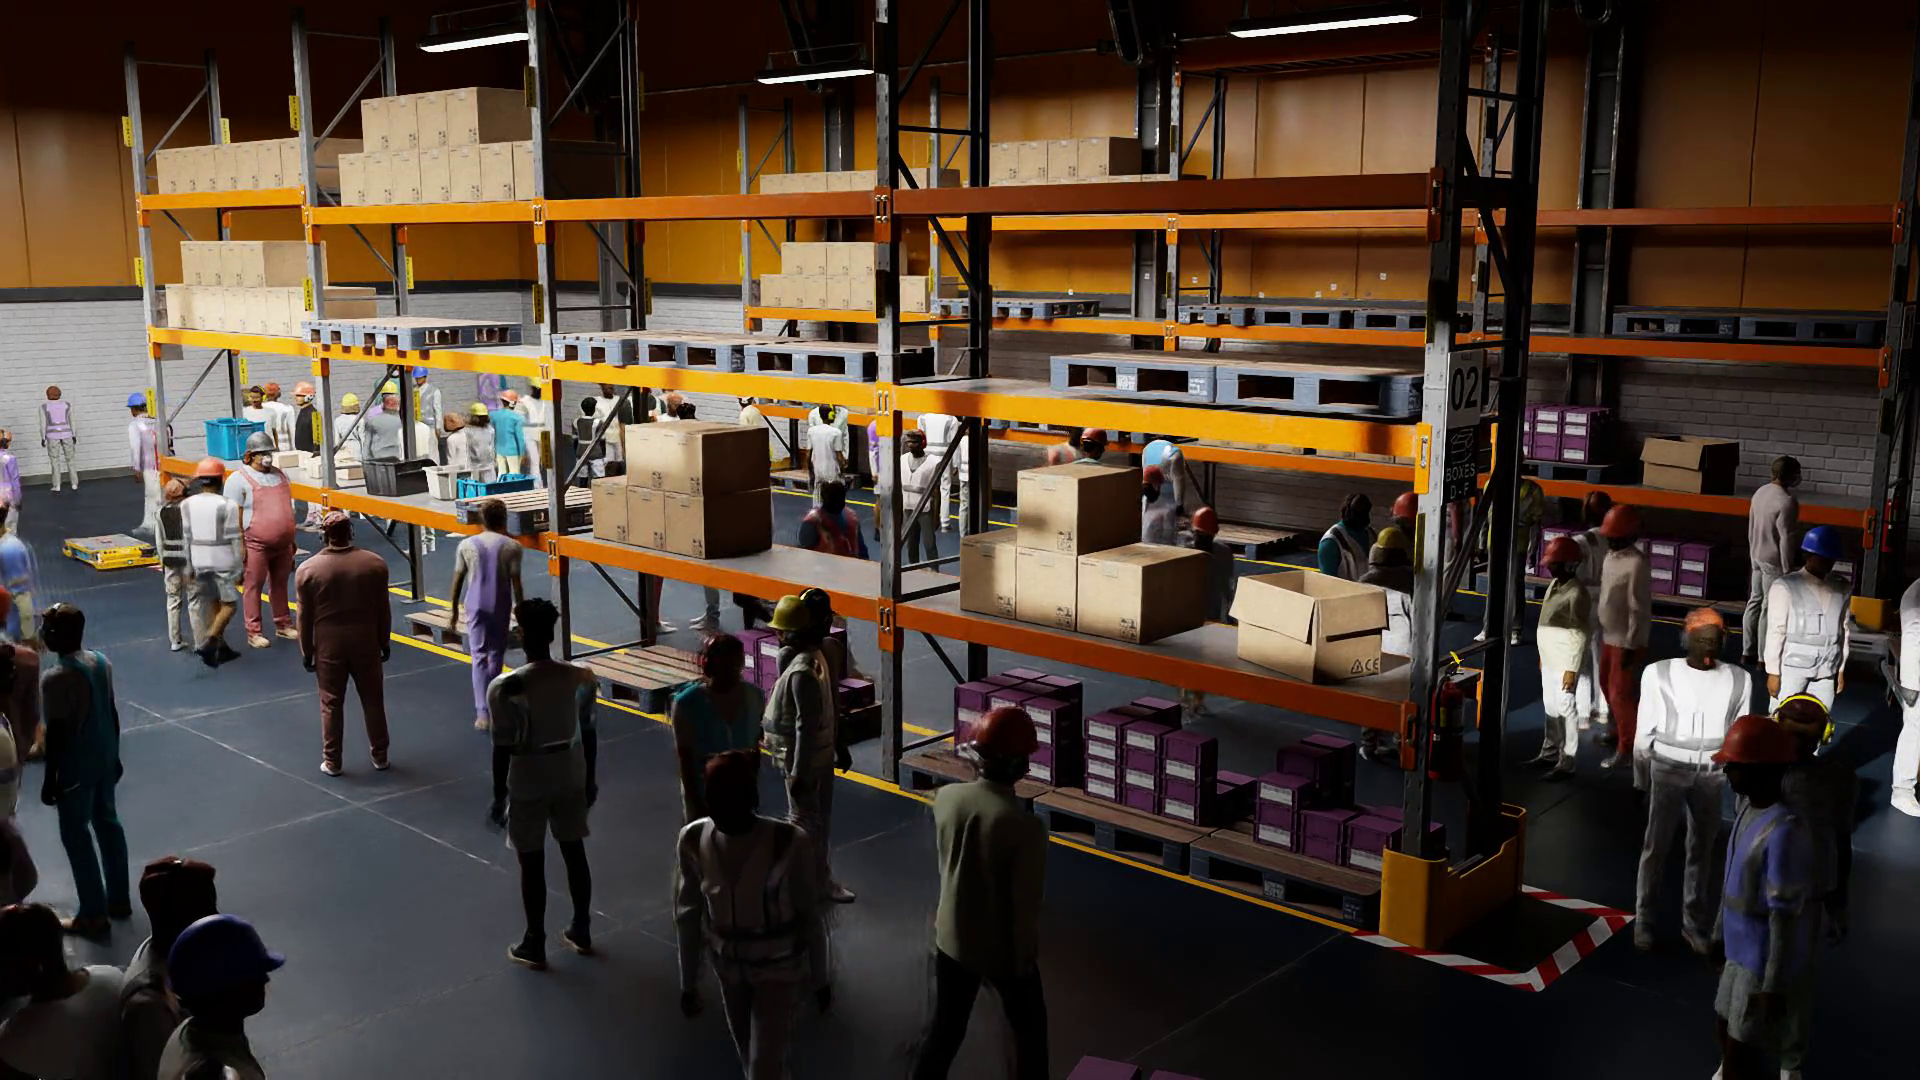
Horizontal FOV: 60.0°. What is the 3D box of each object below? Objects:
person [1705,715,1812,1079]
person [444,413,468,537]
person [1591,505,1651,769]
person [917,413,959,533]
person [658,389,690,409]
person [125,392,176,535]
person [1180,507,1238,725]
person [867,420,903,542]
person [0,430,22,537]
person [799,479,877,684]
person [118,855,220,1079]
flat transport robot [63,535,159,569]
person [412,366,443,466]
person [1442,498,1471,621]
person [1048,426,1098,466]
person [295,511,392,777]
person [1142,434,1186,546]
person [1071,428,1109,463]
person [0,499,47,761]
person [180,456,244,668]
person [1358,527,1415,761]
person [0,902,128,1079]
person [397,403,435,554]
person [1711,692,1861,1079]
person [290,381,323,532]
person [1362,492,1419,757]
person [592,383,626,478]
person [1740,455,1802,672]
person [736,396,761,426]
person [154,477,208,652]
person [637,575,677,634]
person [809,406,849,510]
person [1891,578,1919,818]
[{"bbox_3d":[3.163,1.652,6.686,0.422,1.927,0.600,2,10,10],"label":"person"},{"bbox_3d":[-6.547,-0.846,21.655,0.273,1.628,0.506,1,10,6],"label":"person"},{"bbox_3d":[4.786,0.688,12.091,0.493,1.946,0.761,0,10,3],"label":"person"},{"bbox_3d":[-0.295,-1.031,22.001,0.571,1.877,0.352,3,10,15],"label":"person"},{"bbox_3d":[-4.163,-1.404,23.921,0.635,1.938,0.362,-6,12,-31],"label":"person"},{"bbox_3d":[-10.397,-0.968,21.606,0.962,1.898,0.633,1,10,7],"label":"person"},{"bbox_3d":[1.943,0.593,13.233,0.564,1.728,0.576,-4,11,-20],"label":"person"},{"bbox_3d":[-0.916,-0.918,21.219,0.391,1.925,0.550,9,14,42],"label":"person"},{"bbox_3d":[-11.275,-0.485,19.600,0.523,1.631,0.313,4,11,19],"label":"person"},{"bbox_3d":[-1.043,0.365,14.339,0.963,1.792,0.621,8,13,39],"label":"person"},{"bbox_3d":[-2.486,1.913,5.346,0.361,1.877,0.585,-3,10,-16],"label":"person"},{"bbox_3d":[-10.211,0.127,19.972,0.652,0.197,1.431,-9,14,-43],"label":"flat transport robot"},{"bbox_3d":[-8.425,-1.793,26.128,0.605,1.939,0.416,2,10,12],"label":"person"},{"bbox_3d":[4.957,-0.095,16.846,0.403,1.823,0.596,-1,10,-5],"label":"person"},{"bbox_3d":[1.258,-0.449,18.472,0.608,1.953,0.449,-6,11,-29],"label":"person"},{"bbox_3d":[-4.409,0.739,11.935,0.643,1.901,0.397,-5,11,-26],"label":"person"},{"bbox_3d":[2.333,-0.448,18.804,0.429,1.838,0.622,-6,12,-33],"label":"person"},{"bbox_3d":[1.306,-0.122,16.422,0.405,2.032,0.611,-9,14,-42],"label":"person"},{"bbox_3d":[-6.947,0.650,12.137,0.438,1.996,0.688,-8,13,-38],"label":"person"},{"bbox_3d":[-6.688,0.219,14.856,0.551,1.912,0.681,1,10,7],"label":"person"},{"bbox_3d":[3.144,0.768,12.228,0.494,1.732,0.323,2,10,9],"label":"person"},{"bbox_3d":[-2.868,1.983,5.165,0.907,1.797,0.565,0,10,2],"label":"person"},{"bbox_3d":[-6.681,-0.777,20.431,0.372,1.917,0.596,2,10,10],"label":"person"},{"bbox_3d":[3.641,1.569,7.325,0.519,1.865,0.335,5,11,28],"label":"person"},{"bbox_3d":[-8.633,-1.105,22.060,0.374,1.997,0.613,-8,13,-39],"label":"person"},{"bbox_3d":[3.286,0.620,12.356,0.617,1.984,0.410,-5,11,-28],"label":"person"},{"bbox_3d":[-5.114,-1.475,24.327,0.609,1.937,0.447,-7,12,-36],"label":"person"},{"bbox_3d":[7.240,0.207,14.816,0.359,1.936,0.632,0,10,-1],"label":"person"},{"bbox_3d":[-3.092,-1.365,24.257,0.354,1.741,0.567,3,10,15],"label":"person"},{"bbox_3d":[-7.220,0.236,15.478,0.514,1.645,0.309,2,10,9],"label":"person"},{"bbox_3d":[-3.009,-0.025,16.218,0.405,1.909,0.597,-6,12,-31],"label":"person"},{"bbox_3d":[-1.784,-1.164,22.656,0.590,1.909,0.385,-6,12,-30],"label":"person"},{"bbox_3d":[6.512,0.901,11.017,0.636,1.900,0.400,-4,11,-20],"label":"person"}]
